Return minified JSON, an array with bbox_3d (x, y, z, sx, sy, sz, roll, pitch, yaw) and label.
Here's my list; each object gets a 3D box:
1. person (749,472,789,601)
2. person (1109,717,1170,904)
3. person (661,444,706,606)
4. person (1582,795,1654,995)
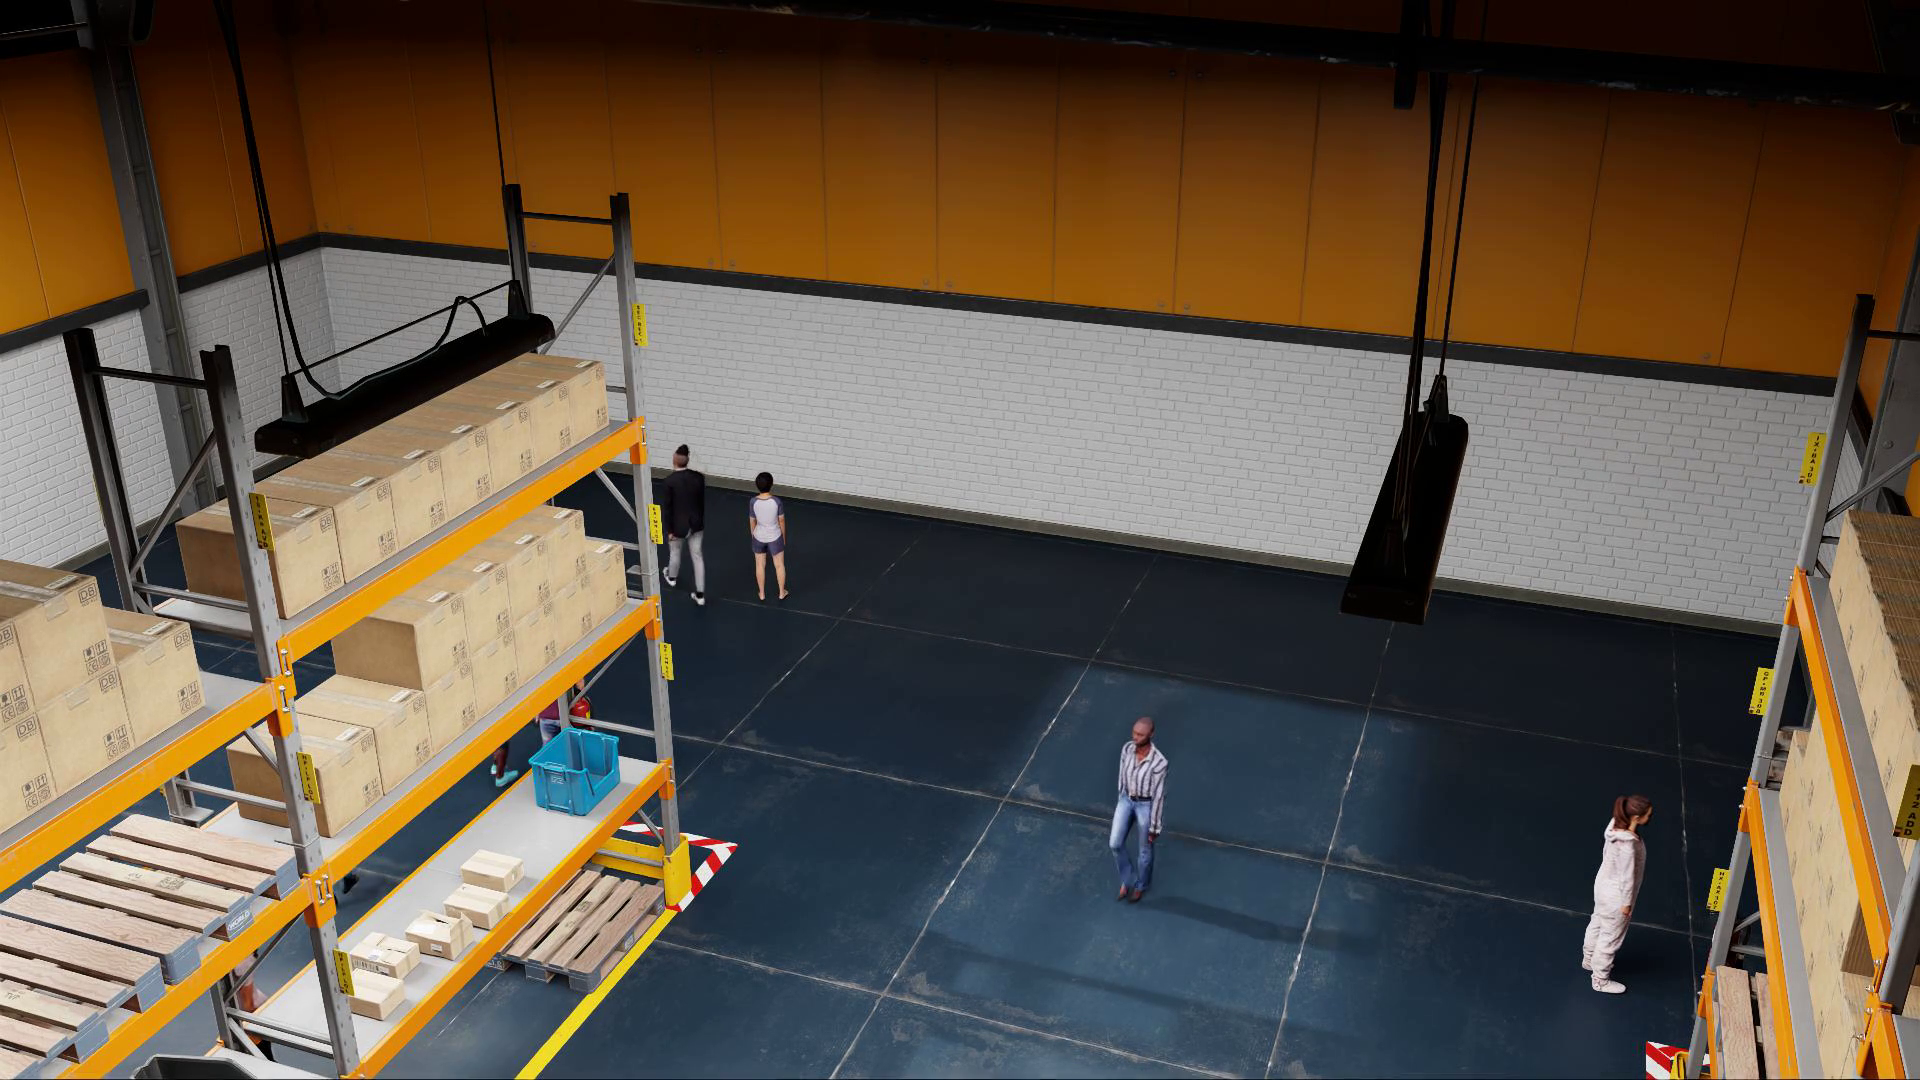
[{"bbox_3d":[-2.242,-0.054,19.416,0.626,1.565,0.624,0,24,0],"label":"person"},{"bbox_3d":[1.558,2.236,13.908,0.761,1.780,0.769,19,30,37],"label":"person"},{"bbox_3d":[-3.114,-0.155,19.212,1.174,1.913,1.210,-12,26,-25],"label":"person"},{"bbox_3d":[5.086,2.710,12.932,0.757,1.692,0.606,1,24,3],"label":"person"}]
